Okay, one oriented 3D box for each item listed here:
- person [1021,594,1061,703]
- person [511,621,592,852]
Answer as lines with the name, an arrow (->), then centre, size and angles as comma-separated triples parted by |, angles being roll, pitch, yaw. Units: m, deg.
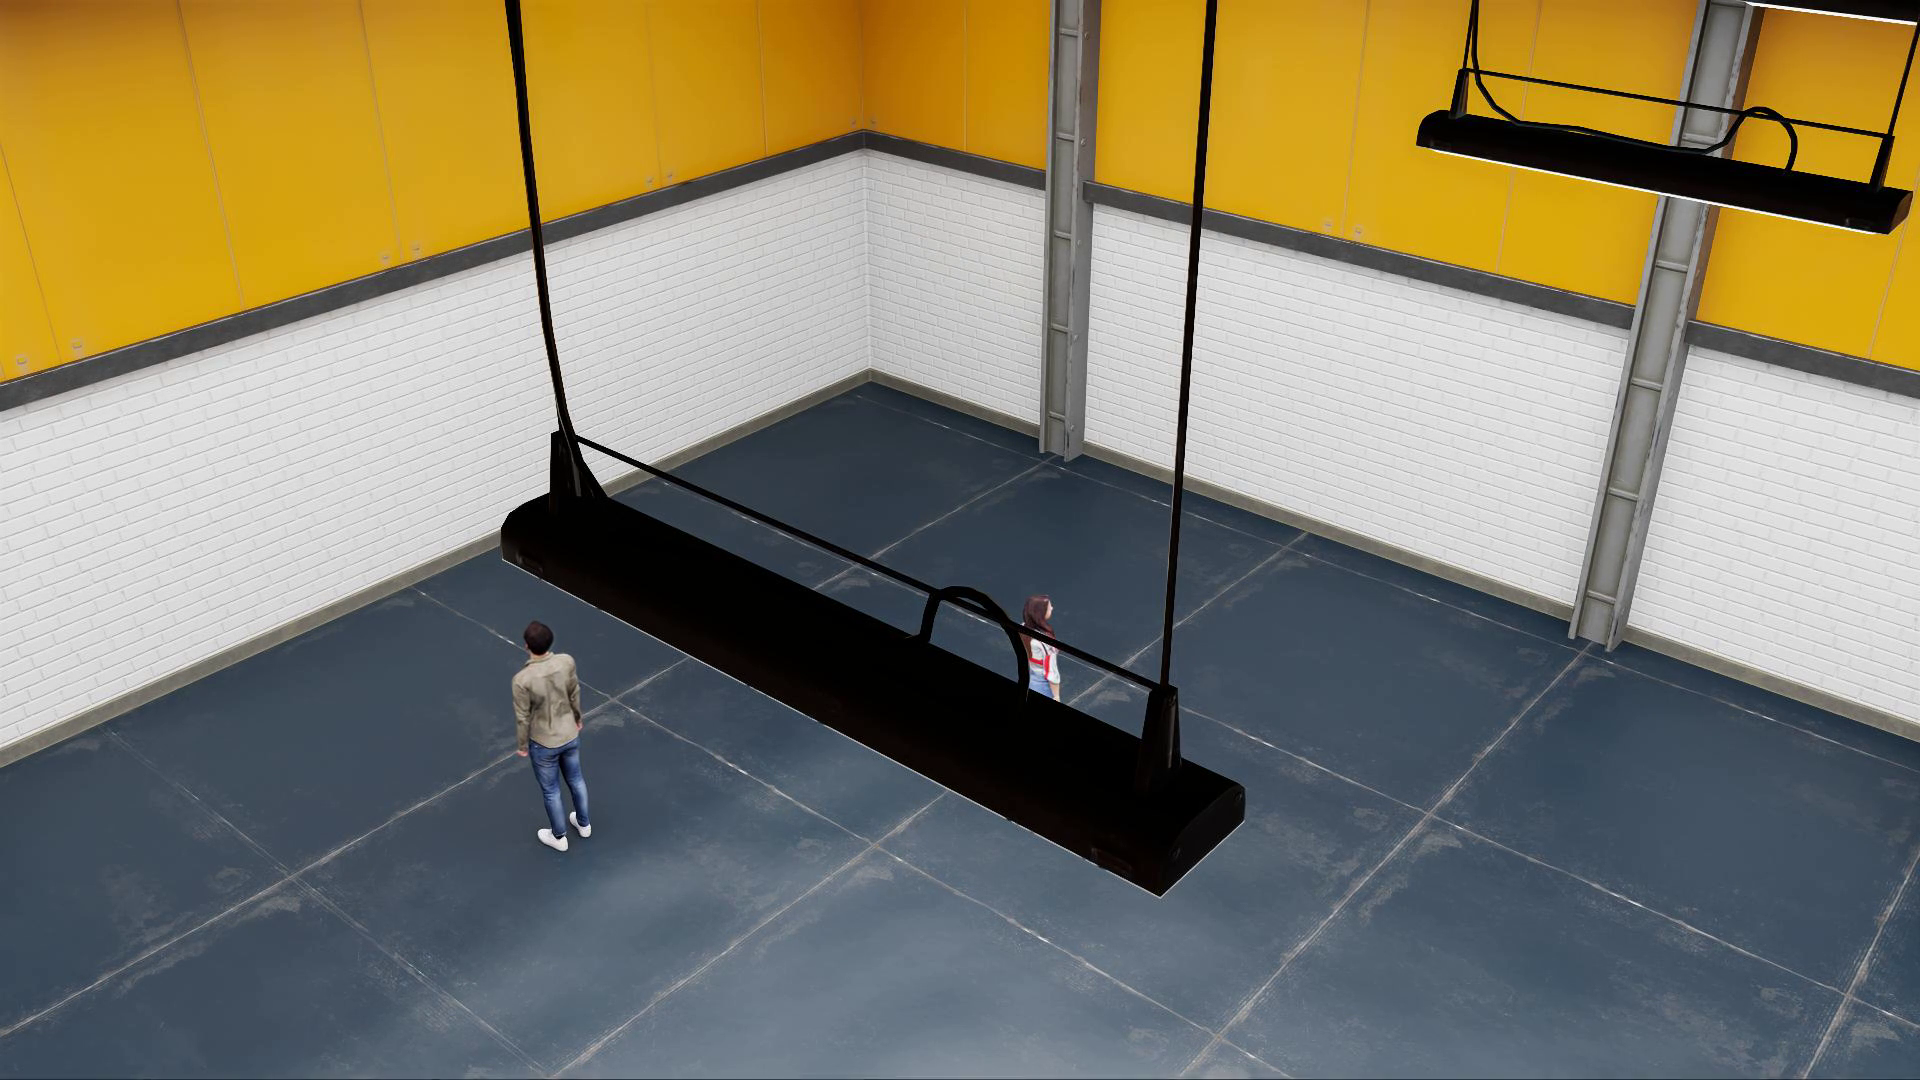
person -> 0.600, 1.119, 12.812 | 0.714, 1.613, 0.556 | -16, 33, -27
person -> -2.938, 1.417, 12.003 | 0.578, 1.864, 0.714 | 25, 37, 38
